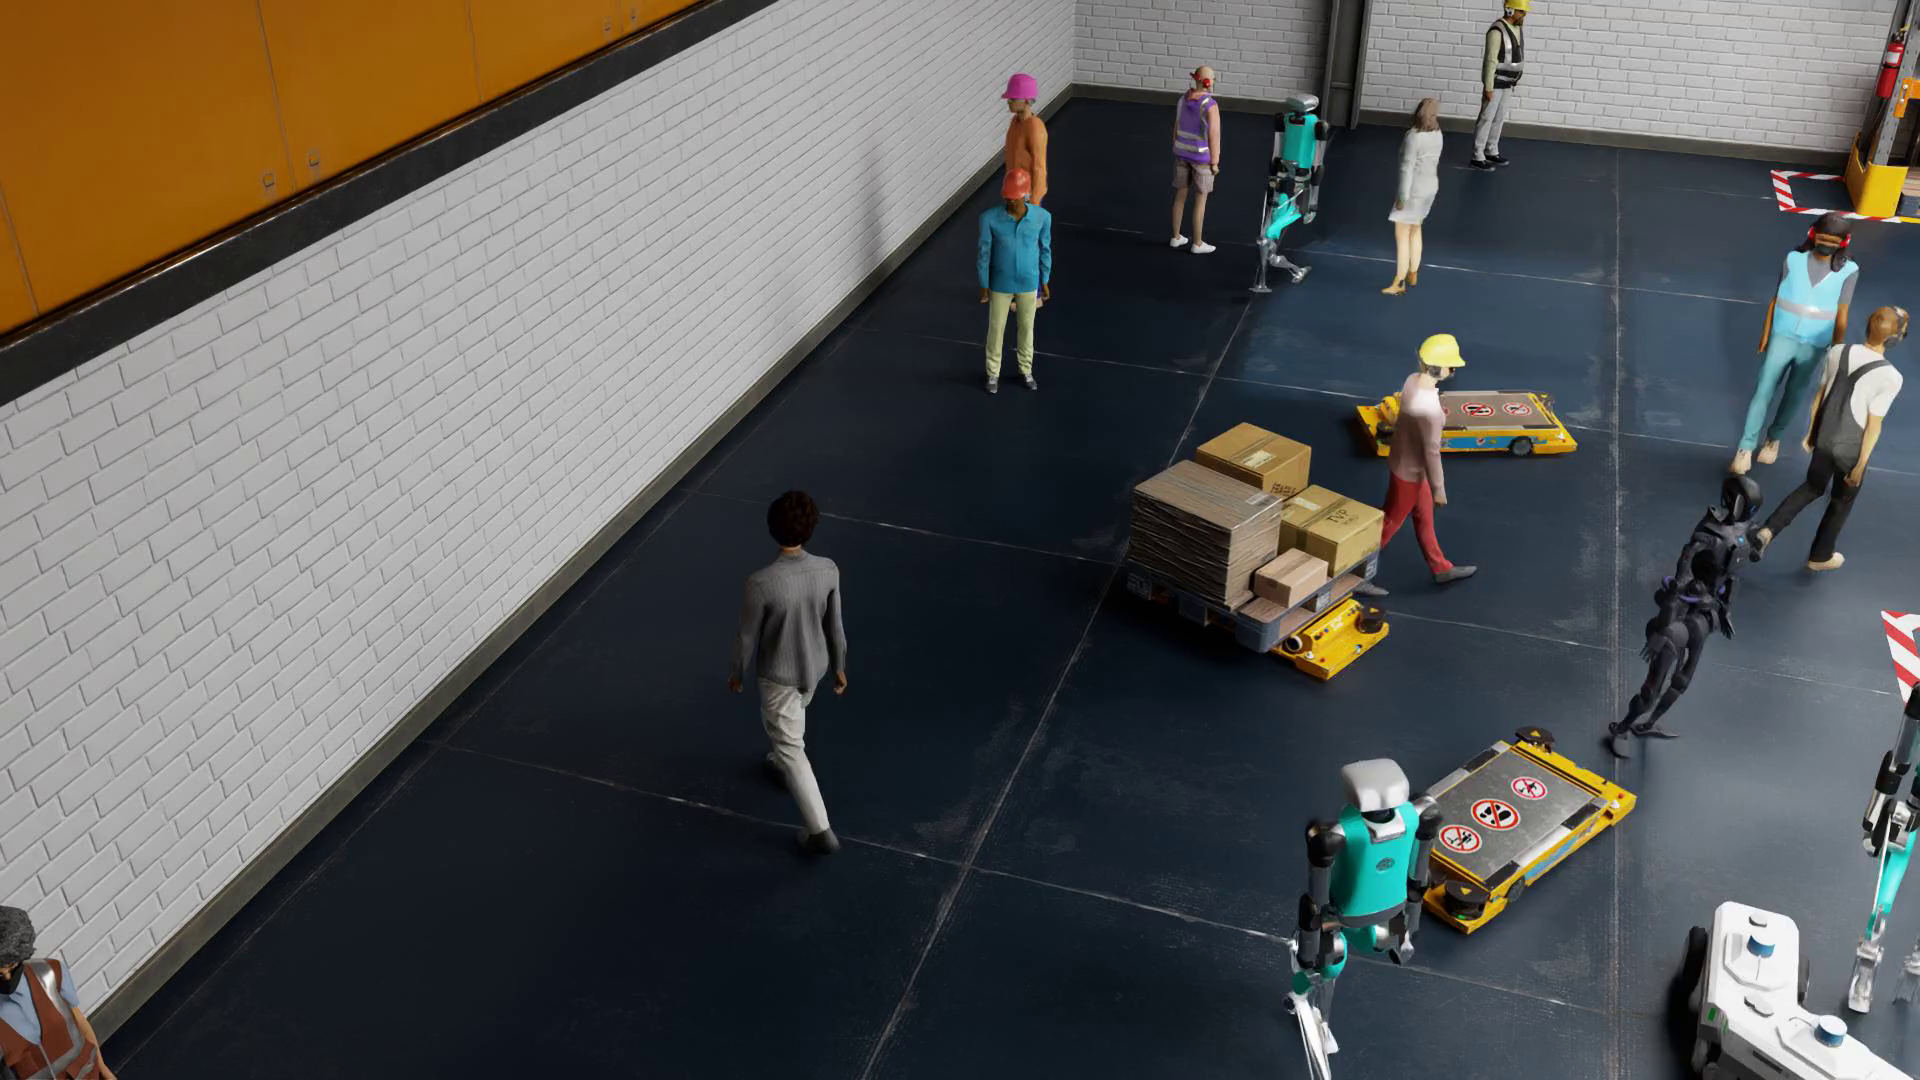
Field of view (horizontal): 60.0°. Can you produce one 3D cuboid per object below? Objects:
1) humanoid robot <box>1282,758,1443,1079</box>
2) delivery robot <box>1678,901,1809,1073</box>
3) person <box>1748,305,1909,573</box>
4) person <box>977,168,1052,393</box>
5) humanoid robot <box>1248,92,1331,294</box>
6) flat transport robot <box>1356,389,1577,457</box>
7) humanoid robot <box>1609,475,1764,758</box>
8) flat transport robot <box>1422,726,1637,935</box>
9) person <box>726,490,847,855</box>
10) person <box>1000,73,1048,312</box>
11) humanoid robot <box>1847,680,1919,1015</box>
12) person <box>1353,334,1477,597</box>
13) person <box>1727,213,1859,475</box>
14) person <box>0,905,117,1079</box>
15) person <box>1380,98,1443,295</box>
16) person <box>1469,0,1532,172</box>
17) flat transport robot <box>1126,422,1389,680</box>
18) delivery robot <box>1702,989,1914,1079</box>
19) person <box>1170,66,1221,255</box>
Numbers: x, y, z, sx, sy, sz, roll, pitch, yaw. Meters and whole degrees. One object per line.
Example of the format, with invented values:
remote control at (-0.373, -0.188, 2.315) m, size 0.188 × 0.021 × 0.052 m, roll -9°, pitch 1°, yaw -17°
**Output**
humanoid robot at (1.492, 1.490, 6.671) m, size 0.574 × 1.778 × 0.909 m, roll -8°, pitch 31°, yaw -13°
delivery robot at (3.369, 1.901, 7.115) m, size 0.499 × 0.601 × 0.783 m, roll 13°, pitch 33°, yaw 21°
person at (5.294, -0.564, 10.049) m, size 0.643 × 1.820 × 0.519 m, roll -13°, pitch 33°, yaw -21°
person at (0.413, -1.941, 12.465) m, size 0.563 × 1.748 × 0.336 m, roll -4°, pitch 31°, yaw -6°
humanoid robot at (2.685, -2.849, 14.058) m, size 1.056 × 1.738 × 0.560 m, roll -25°, pitch 38°, yaw -35°
flat transport robot at (3.663, -0.842, 12.059) m, size 1.431 × 0.231 × 0.659 m, roll -1°, pitch 30°, yaw -2°
humanoid robot at (3.762, 0.392, 8.582) m, size 0.609 × 1.643 × 0.358 m, roll -17°, pitch 34°, yaw -26°
flat transport robot at (2.675, 1.405, 8.236) m, size 1.431 × 0.231 × 0.659 m, roll -23°, pitch 37°, yaw -34°
person at (-0.815, 0.612, 8.030) m, size 0.547 × 1.853 × 0.945 m, roll -19°, pitch 35°, yaw -29°
person at (0.523, -2.886, 13.850) m, size 0.392 × 1.980 × 0.522 m, roll -11°, pitch 32°, yaw -18°
humanoid robot at (3.984, 1.378, 6.878) m, size 0.550 × 1.845 × 0.737 m, roll 19°, pitch 35°, yaw 28°
person at (2.771, -0.416, 9.899) m, size 0.827 × 1.723 × 0.536 m, roll 2°, pitch 31°, yaw 4°
person at (5.659, -1.281, 11.250) m, size 0.507 × 1.843 × 0.808 m, roll 17°, pitch 35°, yaw 27°
person at (-3.233, 1.966, 5.887) m, size 0.315 × 1.680 × 0.424 m, roll 20°, pitch 36°, yaw 30°
person at (3.847, -2.947, 14.289) m, size 0.688 × 1.636 × 0.359 m, roll -25°, pitch 39°, yaw -36°
person at (5.584, -4.739, 17.159) m, size 0.403 × 1.825 × 0.589 m, roll 25°, pitch 39°, yaw 36°
flat transport robot at (1.788, 0.363, 10.008) m, size 1.431 × 0.231 × 0.659 m, roll 26°, pitch 39°, yaw 37°
delivery robot at (3.429, 2.156, 6.667) m, size 0.499 × 0.587 × 0.787 m, roll -21°, pitch 36°, yaw -31°
person at (2.133, -3.440, 15.070) m, size 0.342 × 1.692 × 0.492 m, roll -26°, pitch 39°, yaw -37°
